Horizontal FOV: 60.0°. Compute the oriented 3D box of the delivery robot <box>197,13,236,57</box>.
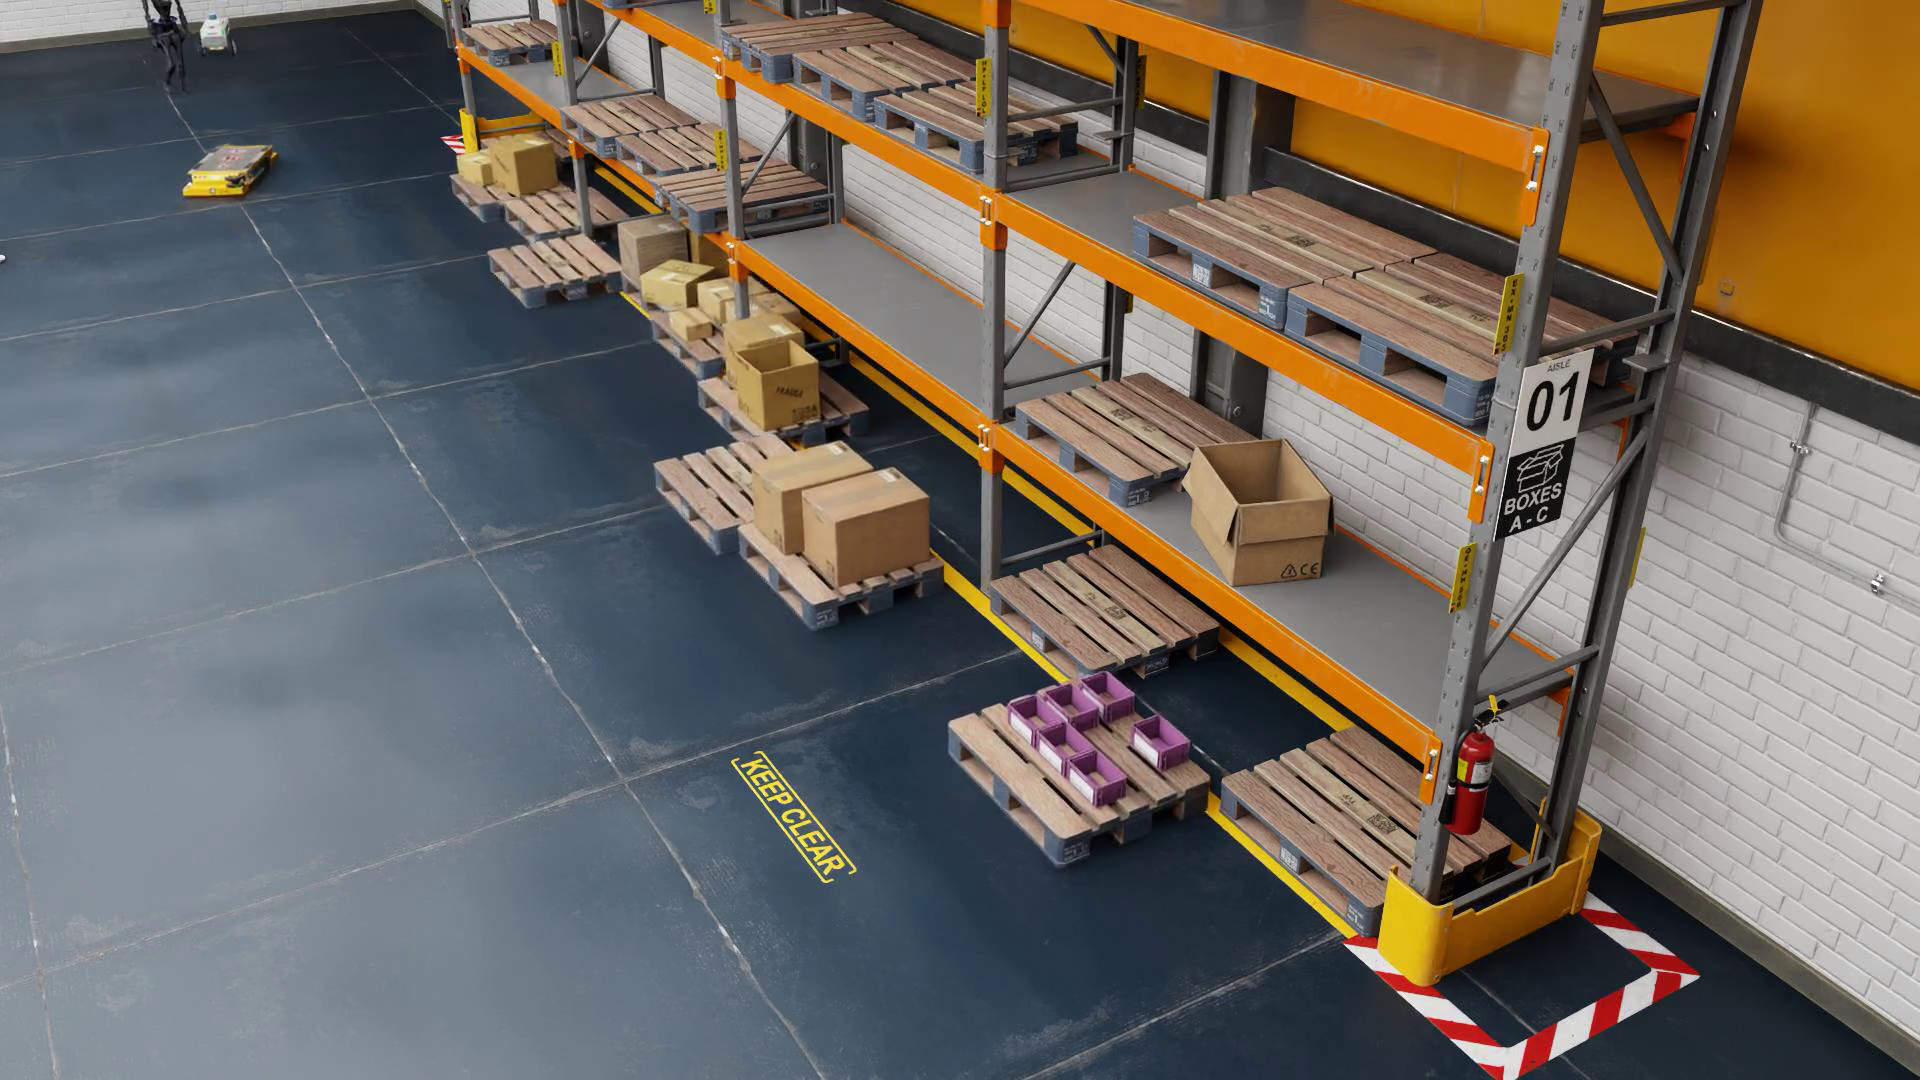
[{"bbox_3d":[-10.937,-7.420,24.453,0.499,0.606,0.807,-8,30,-13],"label":"delivery robot"}]

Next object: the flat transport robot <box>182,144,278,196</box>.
[{"bbox_3d":[-8.403,-4.273,19.175,0.659,0.231,1.431,-2,30,-4],"label":"flat transport robot"}]

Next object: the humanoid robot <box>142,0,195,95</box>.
[{"bbox_3d":[-10.547,-6.767,22.154,0.366,1.647,0.585,18,34,28],"label":"humanoid robot"}]

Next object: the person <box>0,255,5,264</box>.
[{"bbox_3d":[-9.862,-3.506,16.364,0.465,1.706,0.368,-7,30,-12],"label":"person"}]
